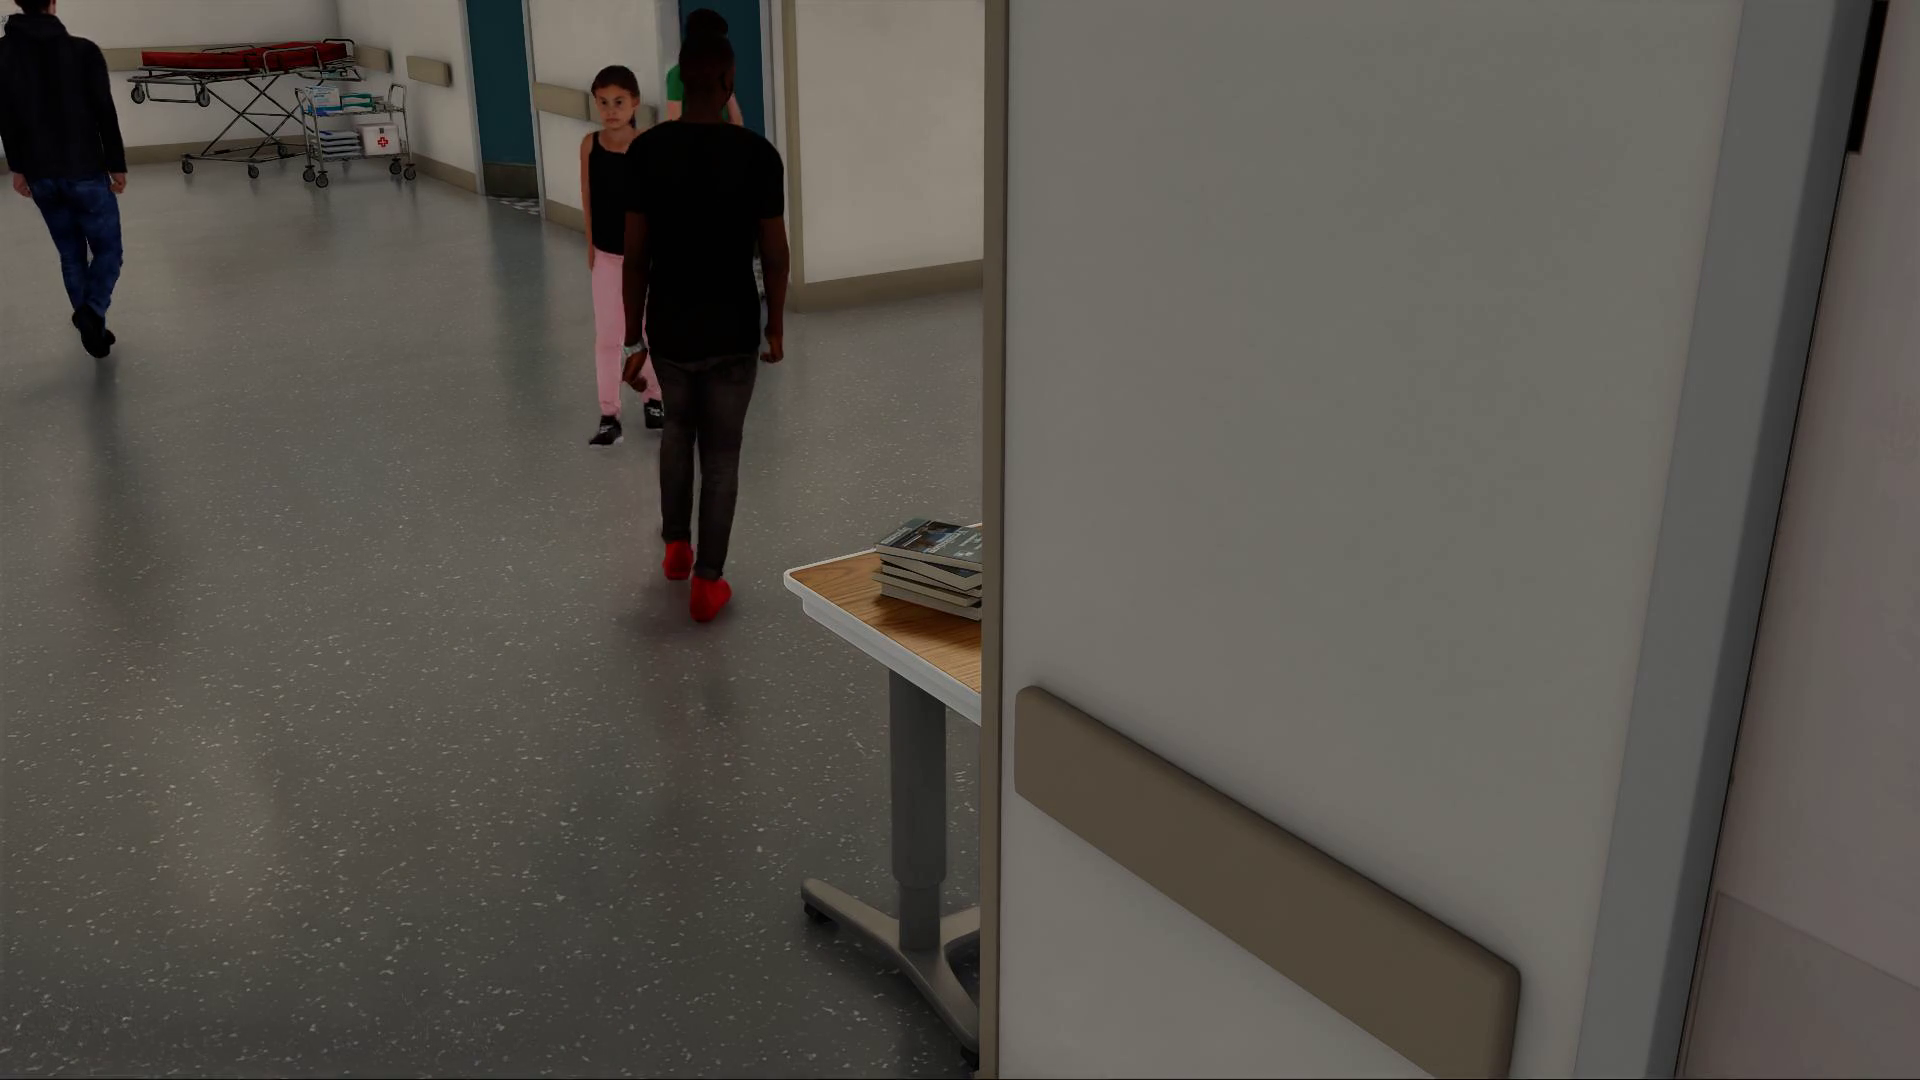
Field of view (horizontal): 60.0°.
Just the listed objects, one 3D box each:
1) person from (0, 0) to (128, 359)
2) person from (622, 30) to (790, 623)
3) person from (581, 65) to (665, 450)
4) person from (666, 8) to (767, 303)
[{"bbox_3d":[-4.296,-1.746,7.966,0.911,1.872,1.148,-6,21,-15],"label":"person"},{"bbox_3d":[-0.793,-0.601,5.063,0.832,1.786,0.886,0,21,-1],"label":"person"},{"bbox_3d":[-1.373,-1.184,6.953,0.799,1.538,0.934,-3,21,-7],"label":"person"},{"bbox_3d":[-1.477,-2.064,9.164,1.088,1.617,0.782,15,26,35],"label":"person"}]
